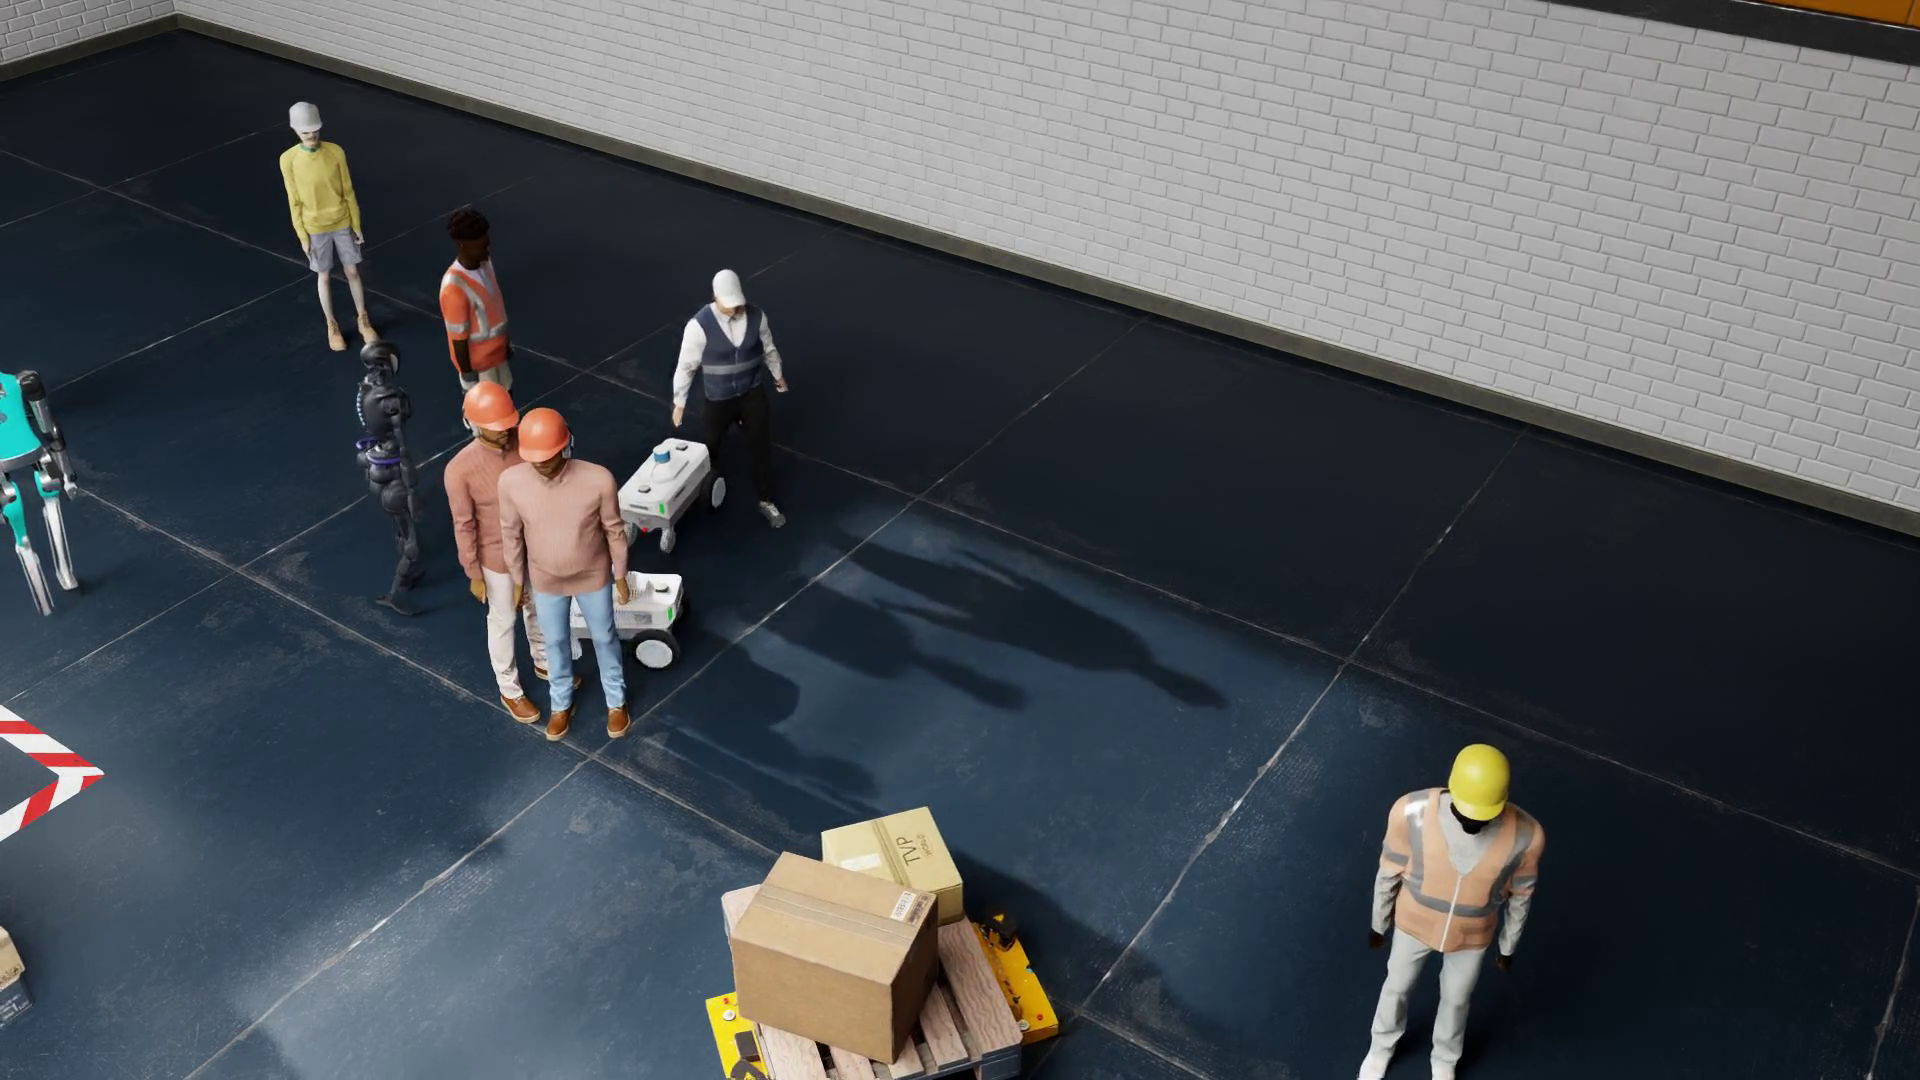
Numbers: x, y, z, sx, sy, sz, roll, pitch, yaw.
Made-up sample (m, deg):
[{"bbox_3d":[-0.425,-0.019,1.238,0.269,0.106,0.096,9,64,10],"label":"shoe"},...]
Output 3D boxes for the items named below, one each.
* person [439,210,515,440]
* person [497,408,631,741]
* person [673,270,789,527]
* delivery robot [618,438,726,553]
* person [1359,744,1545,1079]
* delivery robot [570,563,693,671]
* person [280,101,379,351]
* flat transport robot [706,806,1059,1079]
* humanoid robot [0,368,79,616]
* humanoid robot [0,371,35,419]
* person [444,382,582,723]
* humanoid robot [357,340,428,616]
[{"bbox_3d":[-2.999,-1.168,10.465,0.385,1.957,0.614,3,35,4],"label":"person"},{"bbox_3d":[-1.996,0.189,8.490,0.621,1.991,0.394,-2,35,-3],"label":"person"},{"bbox_3d":[-1.455,-0.954,10.371,0.804,1.715,0.836,-17,38,-22],"label":"person"},{"bbox_3d":[-1.845,-0.329,10.481,0.499,0.591,0.781,11,36,15],"label":"delivery robot"},{"bbox_3d":[1.931,1.540,6.630,0.593,1.918,0.399,10,36,13],"label":"person"},{"bbox_3d":[-1.912,0.407,9.449,0.811,0.613,0.499,1,35,2],"label":"delivery robot"},{"bbox_3d":[-4.608,-2.293,12.140,0.481,1.886,0.404,-20,40,-26],"label":"person"},{"bbox_3d":[-0.348,2.066,7.311,1.431,0.231,0.659,-11,37,-16],"label":"flat transport robot"},{"bbox_3d":[-5.397,-0.360,9.553,0.543,1.843,0.758,-23,41,-29],"label":"humanoid robot"},{"bbox_3d":[-6.806,-1.465,11.165,0.770,1.630,0.599,-15,38,-21],"label":"humanoid robot"},{"bbox_3d":[-2.327,0.049,8.691,0.392,1.992,0.620,21,40,27],"label":"person"},{"bbox_3d":[-3.314,-0.365,9.566,0.489,1.645,0.609,-23,41,-29],"label":"humanoid robot"}]
